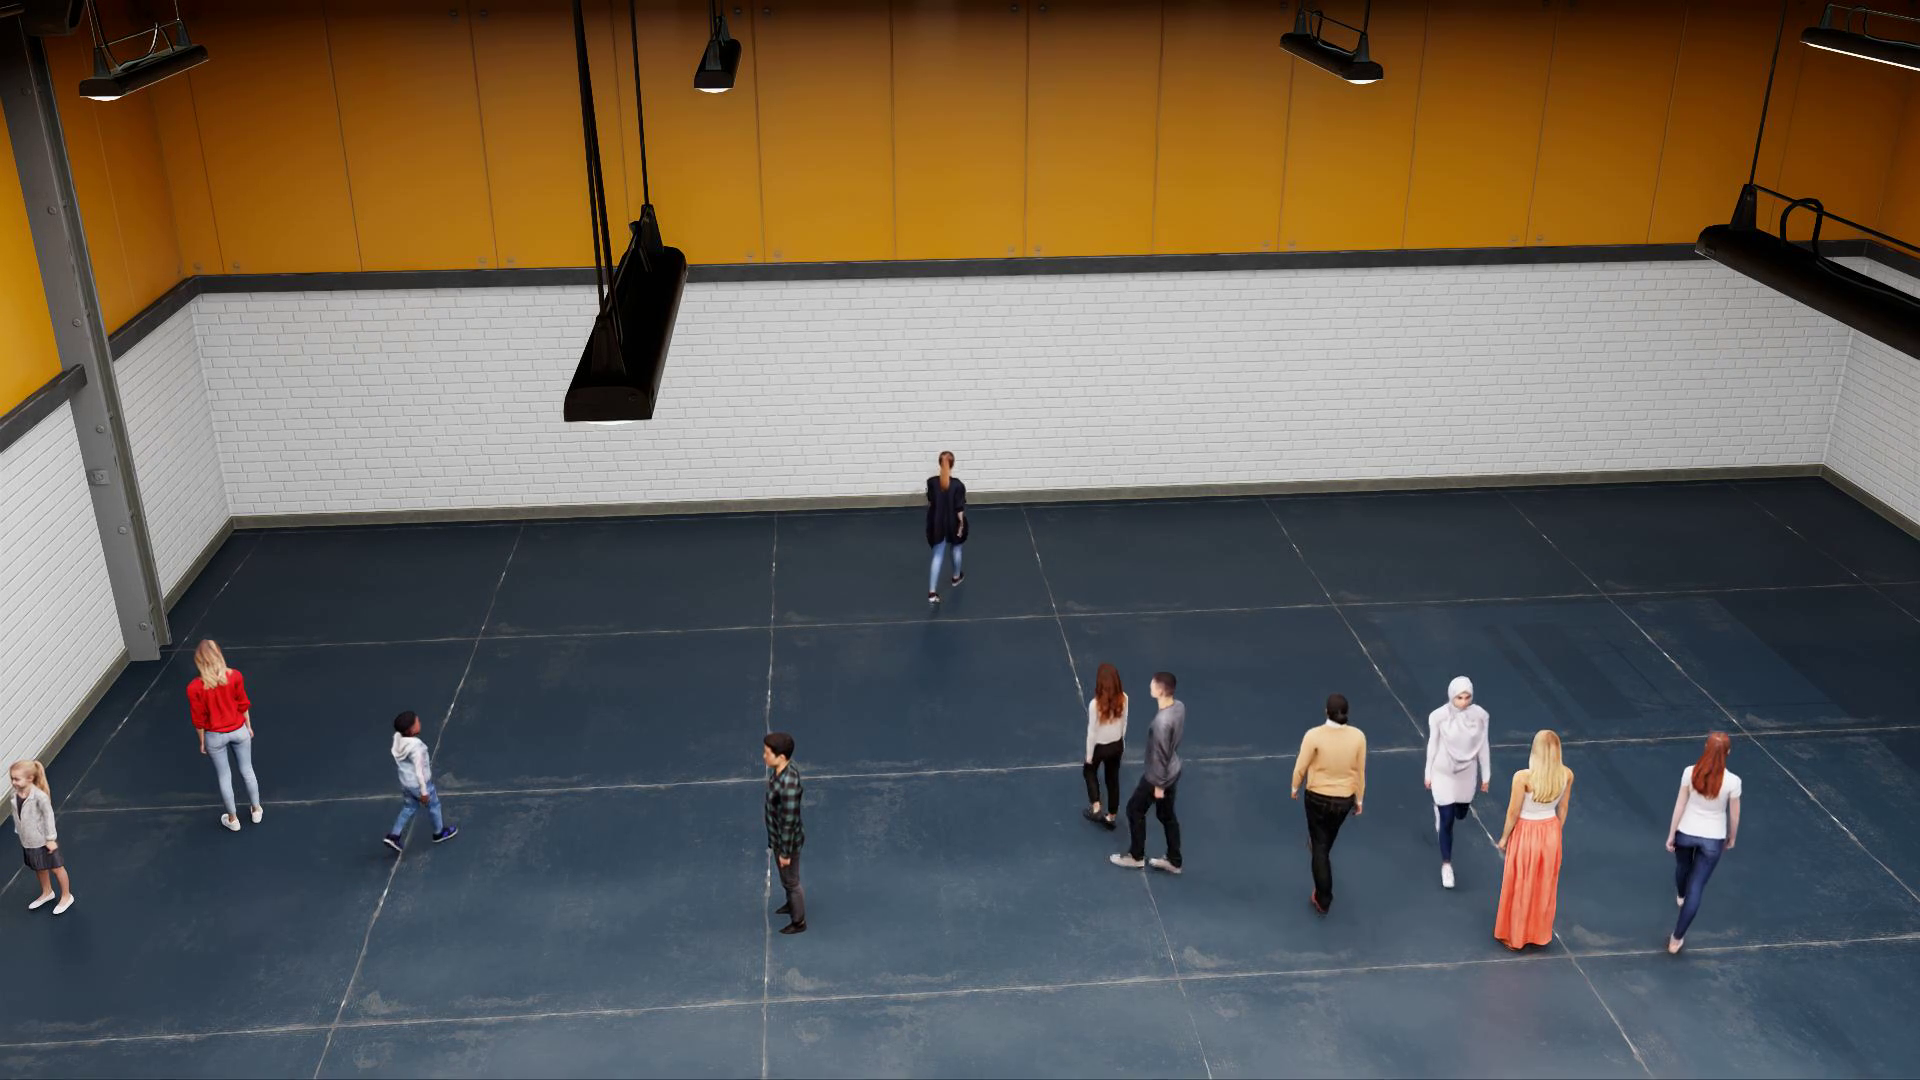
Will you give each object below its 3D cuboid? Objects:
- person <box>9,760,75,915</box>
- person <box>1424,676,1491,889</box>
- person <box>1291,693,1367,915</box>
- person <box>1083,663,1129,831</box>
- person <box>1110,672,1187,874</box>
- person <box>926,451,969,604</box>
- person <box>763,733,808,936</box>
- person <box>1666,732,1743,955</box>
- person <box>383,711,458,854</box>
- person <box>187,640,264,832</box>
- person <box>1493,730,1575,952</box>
[{"bbox_3d":[-7.030,2.246,12.680,0.582,1.275,0.611,7,25,15],"label":"person"},{"bbox_3d":[3.881,1.815,13.074,0.795,1.751,1.084,0,24,0],"label":"person"},{"bbox_3d":[2.817,2.022,12.655,0.668,1.707,1.158,-2,24,-4],"label":"person"},{"bbox_3d":[1.231,1.728,13.621,0.626,1.472,0.630,-9,25,-20],"label":"person"},{"bbox_3d":[1.653,1.854,12.995,0.891,1.743,0.864,11,26,23],"label":"person"},{"bbox_3d":[-0.181,-0.106,17.601,0.929,1.645,1.216,8,25,17],"label":"person"},{"bbox_3d":[-1.306,2.184,12.423,0.736,1.708,0.525,-6,24,-13],"label":"person"},{"bbox_3d":[5.391,2.247,12.158,1.016,1.692,1.166,14,27,29],"label":"person"},{"bbox_3d":[-4.440,1.951,13.397,0.789,1.242,0.864,18,29,35],"label":"person"},{"bbox_3d":[-6.022,1.593,13.638,0.687,1.705,0.698,-18,29,-35],"label":"person"},{"bbox_3d":[4.194,2.192,12.142,0.617,1.806,0.568,-3,24,-6],"label":"person"}]
